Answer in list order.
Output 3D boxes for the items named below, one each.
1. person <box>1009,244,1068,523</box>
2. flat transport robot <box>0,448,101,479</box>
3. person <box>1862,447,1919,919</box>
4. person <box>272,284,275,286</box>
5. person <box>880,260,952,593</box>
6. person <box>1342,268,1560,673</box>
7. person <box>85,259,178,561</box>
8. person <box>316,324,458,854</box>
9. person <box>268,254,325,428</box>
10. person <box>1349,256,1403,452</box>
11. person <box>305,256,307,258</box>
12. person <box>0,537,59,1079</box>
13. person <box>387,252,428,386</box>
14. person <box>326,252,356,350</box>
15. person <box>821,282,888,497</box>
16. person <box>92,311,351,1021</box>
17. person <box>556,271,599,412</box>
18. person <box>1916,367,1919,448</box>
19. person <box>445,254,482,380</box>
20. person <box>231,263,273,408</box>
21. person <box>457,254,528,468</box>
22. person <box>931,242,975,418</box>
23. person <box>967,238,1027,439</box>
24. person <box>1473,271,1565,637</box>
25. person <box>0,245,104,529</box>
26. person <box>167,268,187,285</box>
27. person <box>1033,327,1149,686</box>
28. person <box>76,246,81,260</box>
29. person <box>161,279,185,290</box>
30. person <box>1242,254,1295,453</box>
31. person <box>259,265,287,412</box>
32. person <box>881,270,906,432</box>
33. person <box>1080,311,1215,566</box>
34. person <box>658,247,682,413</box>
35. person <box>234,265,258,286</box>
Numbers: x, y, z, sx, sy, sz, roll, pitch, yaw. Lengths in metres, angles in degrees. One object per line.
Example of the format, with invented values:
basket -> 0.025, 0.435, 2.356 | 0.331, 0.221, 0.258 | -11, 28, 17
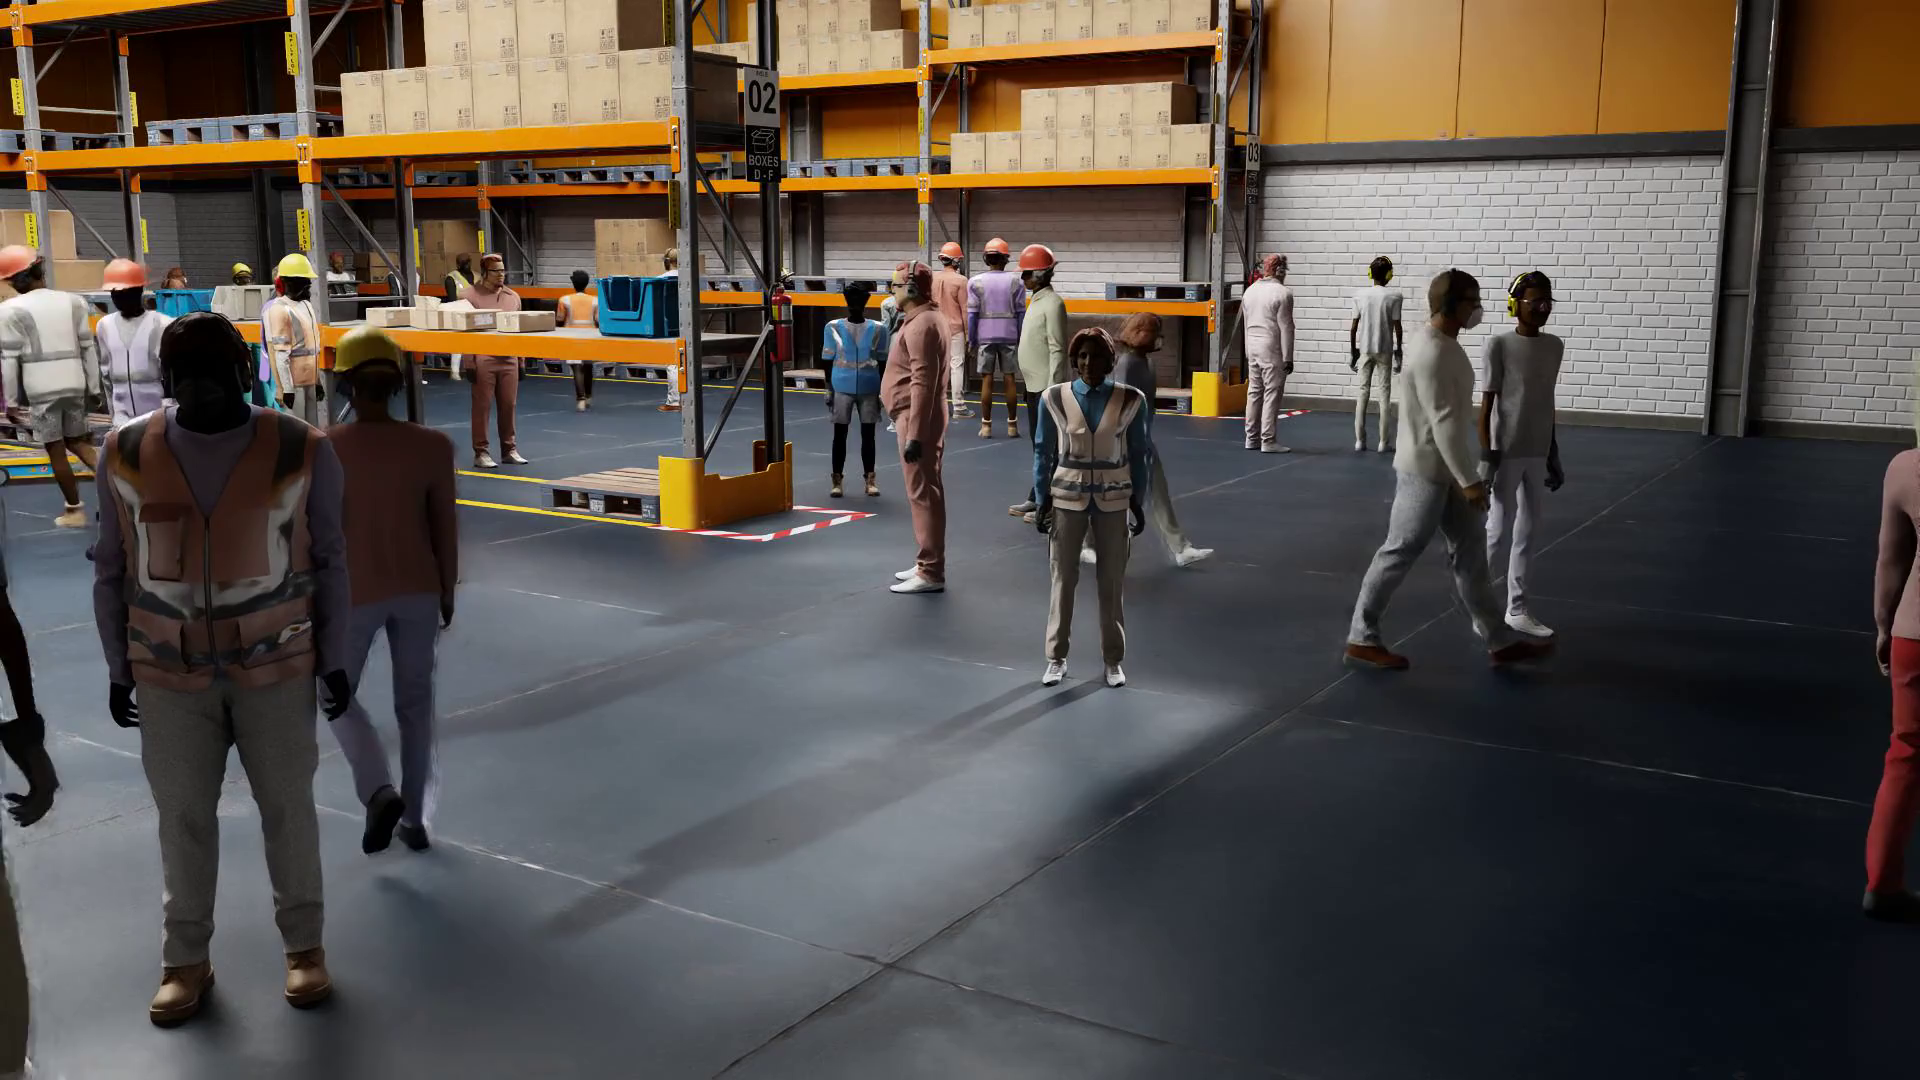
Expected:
person -> 0.580, -1.120, 11.979 | 0.392, 1.989, 0.610 | -2, 10, -13
flat transport robot -> -7.745, -0.641, 14.085 | 1.431, 0.197, 0.652 | -4, 11, -22
person -> 2.872, 0.299, 4.754 | 0.326, 1.765, 0.537 | -5, 11, -25
person -> -8.029, -2.512, 20.115 | 0.590, 1.837, 0.403 | -10, 14, -44
person -> -0.256, -0.648, 9.594 | 0.403, 1.906, 0.652 | 1, 10, 4
person -> 2.268, -0.296, 7.703 | 0.972, 1.888, 0.632 | 5, 12, 27
person -> -5.196, -0.799, 10.453 | 0.558, 1.894, 0.944 | 0, 10, 2
person -> -1.868, 0.186, 5.394 | 0.528, 1.759, 0.454 | -7, 12, -33
person -> -5.105, -1.246, 12.885 | 0.383, 1.920, 0.586 | 0, 10, 1
person -> 3.999, -1.780, 15.971 | 0.534, 1.868, 0.309 | 6, 12, 30
person -> -8.276, -2.665, 21.004 | 0.403, 1.822, 0.588 | 7, 12, 33
person -> -2.304, 0.469, 3.646 | 0.550, 1.815, 0.696 | -6, 12, -29
person -> -7.734, -3.116, 23.232 | 0.394, 1.920, 0.587 | 3, 11, 18
person -> -9.196, -3.320, 24.552 | 0.584, 1.862, 0.822 | -9, 14, -42
person -> -0.822, -1.179, 13.131 | 0.547, 1.692, 0.319 | -2, 10, -9
person -> -1.917, 0.329, 4.359 | 0.621, 1.845, 0.429 | -3, 11, -16
person -> -4.534, -2.372, 19.831 | 0.552, 1.651, 0.878 | -4, 11, -23
person -> 5.291, -0.438, 8.669 | 0.430, 1.814, 0.612 | -8, 13, -37
person -> -7.166, -3.243, 24.239 | 0.460, 1.827, 0.680 | 7, 13, 35
person -> -8.105, -2.259, 18.932 | 0.328, 1.760, 0.523 | 10, 14, 44
person -> -4.149, -1.593, 14.869 | 0.402, 1.899, 0.636 | 9, 14, 42
person -> -0.107, -2.385, 18.970 | 0.611, 1.996, 0.379 | 8, 13, 37
person -> 0.374, -2.050, 16.998 | 0.606, 2.039, 0.395 | 0, 10, 0
person -> 2.848, -0.419, 8.427 | 0.533, 1.870, 0.315 | -5, 11, -24
person -> -6.237, -1.029, 11.480 | 0.591, 1.992, 0.653 | 6, 12, 30
person -> -10.952, -2.999, 23.370 | 0.280, 1.636, 0.502 | -3, 11, -15
person -> 0.591, -0.145, 7.550 | 0.522, 1.637, 0.310 | 1, 10, 3
person -> -14.136, -3.794, 26.651 | 1.041, 2.000, 0.694 | -1, 10, -8
person -> -8.336, -1.964, 17.719 | 0.698, 1.612, 0.516 | 6, 12, 31
person -> 2.971, -1.774, 15.880 | 0.400, 1.895, 0.651 | -6, 12, -29
person -> -5.249, -1.226, 12.967 | 0.372, 1.843, 0.570 | -1, 10, -3
person -> -0.602, -2.007, 17.600 | 0.484, 1.735, 0.311 | -2, 10, -12
person -> 1.116, -0.606, 10.250 | 0.872, 1.585, 0.505 | 6, 12, 31
person -> -3.341, -2.457, 19.528 | 0.372, 1.940, 0.632 | 8, 13, 38
person -> -11.749, -3.713, 27.386 | 0.694, 1.612, 0.501 | 6, 12, 30
